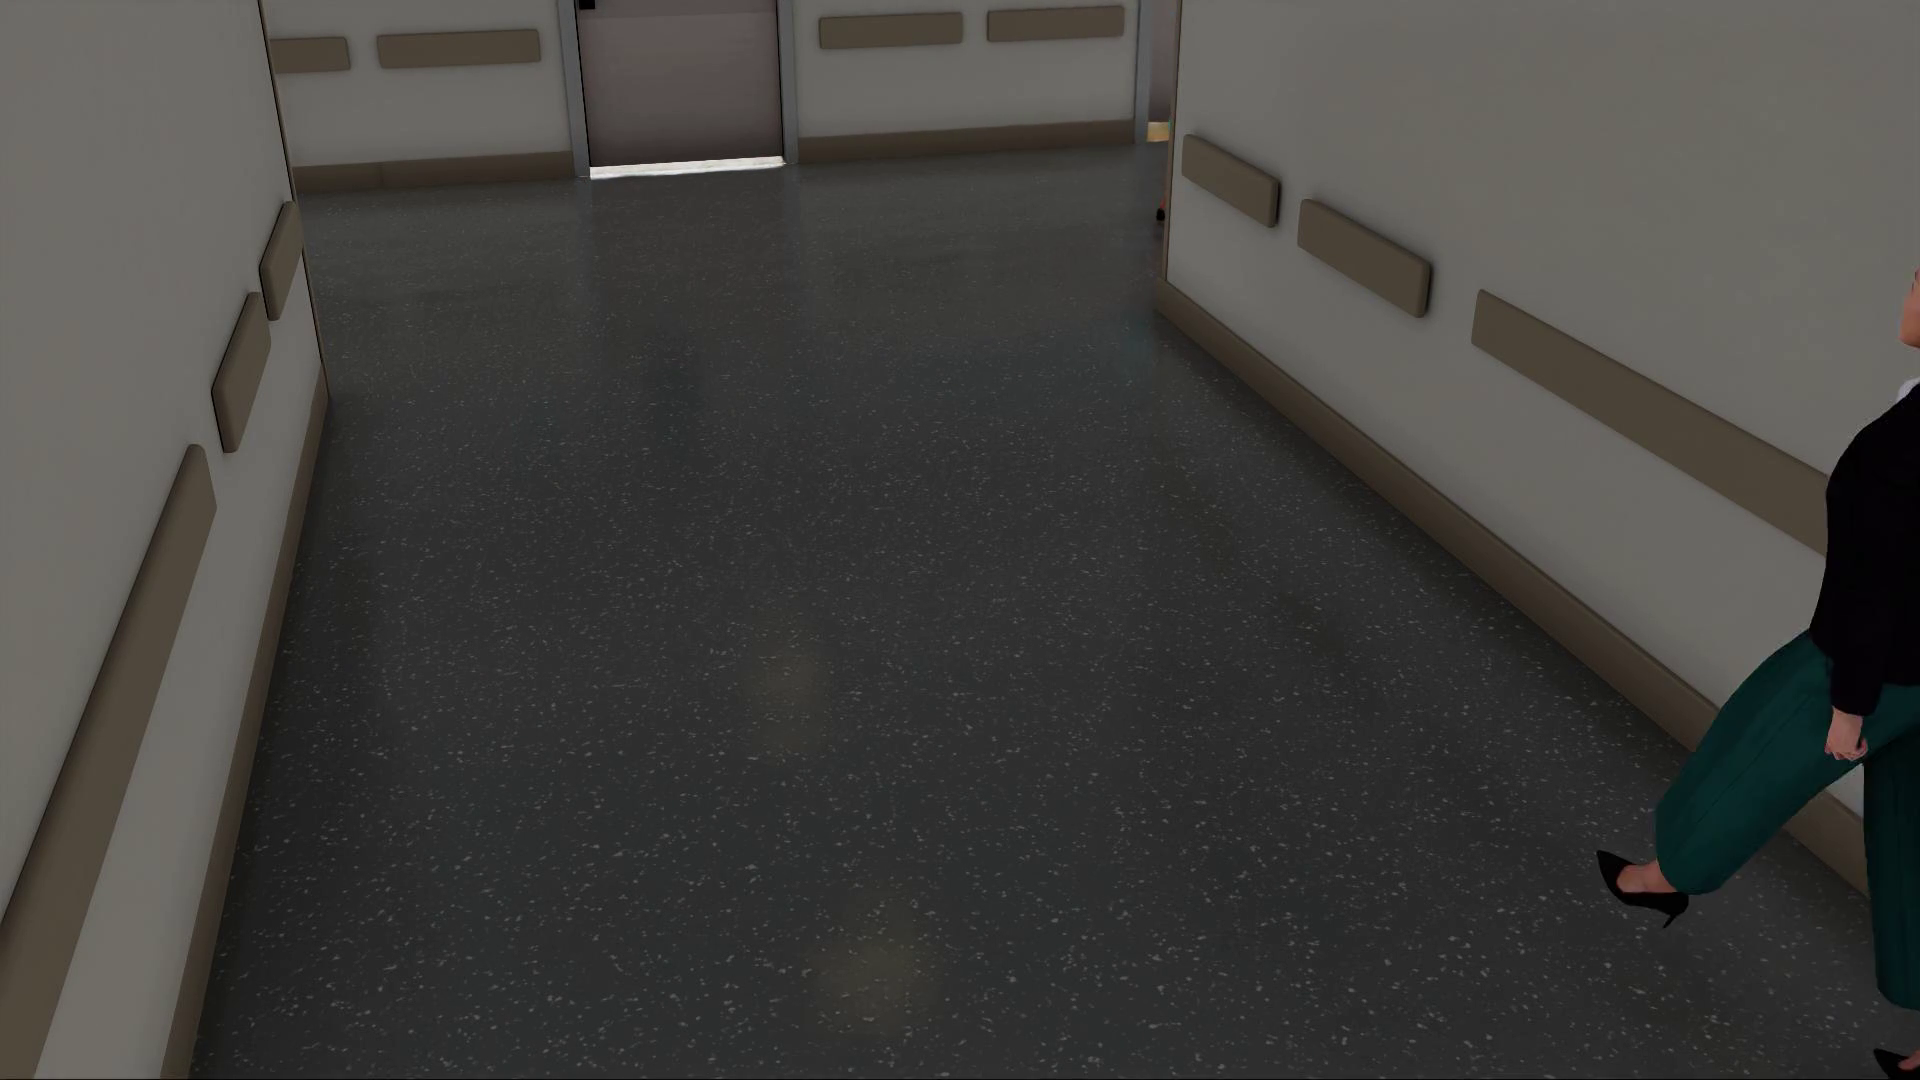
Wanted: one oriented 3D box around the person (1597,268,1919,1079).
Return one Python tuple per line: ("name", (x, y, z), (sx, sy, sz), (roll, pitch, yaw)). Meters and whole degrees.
("person", (1.813, 0.323, 3.108), (1.067, 1.683, 0.735), (-10, 27, -19))
